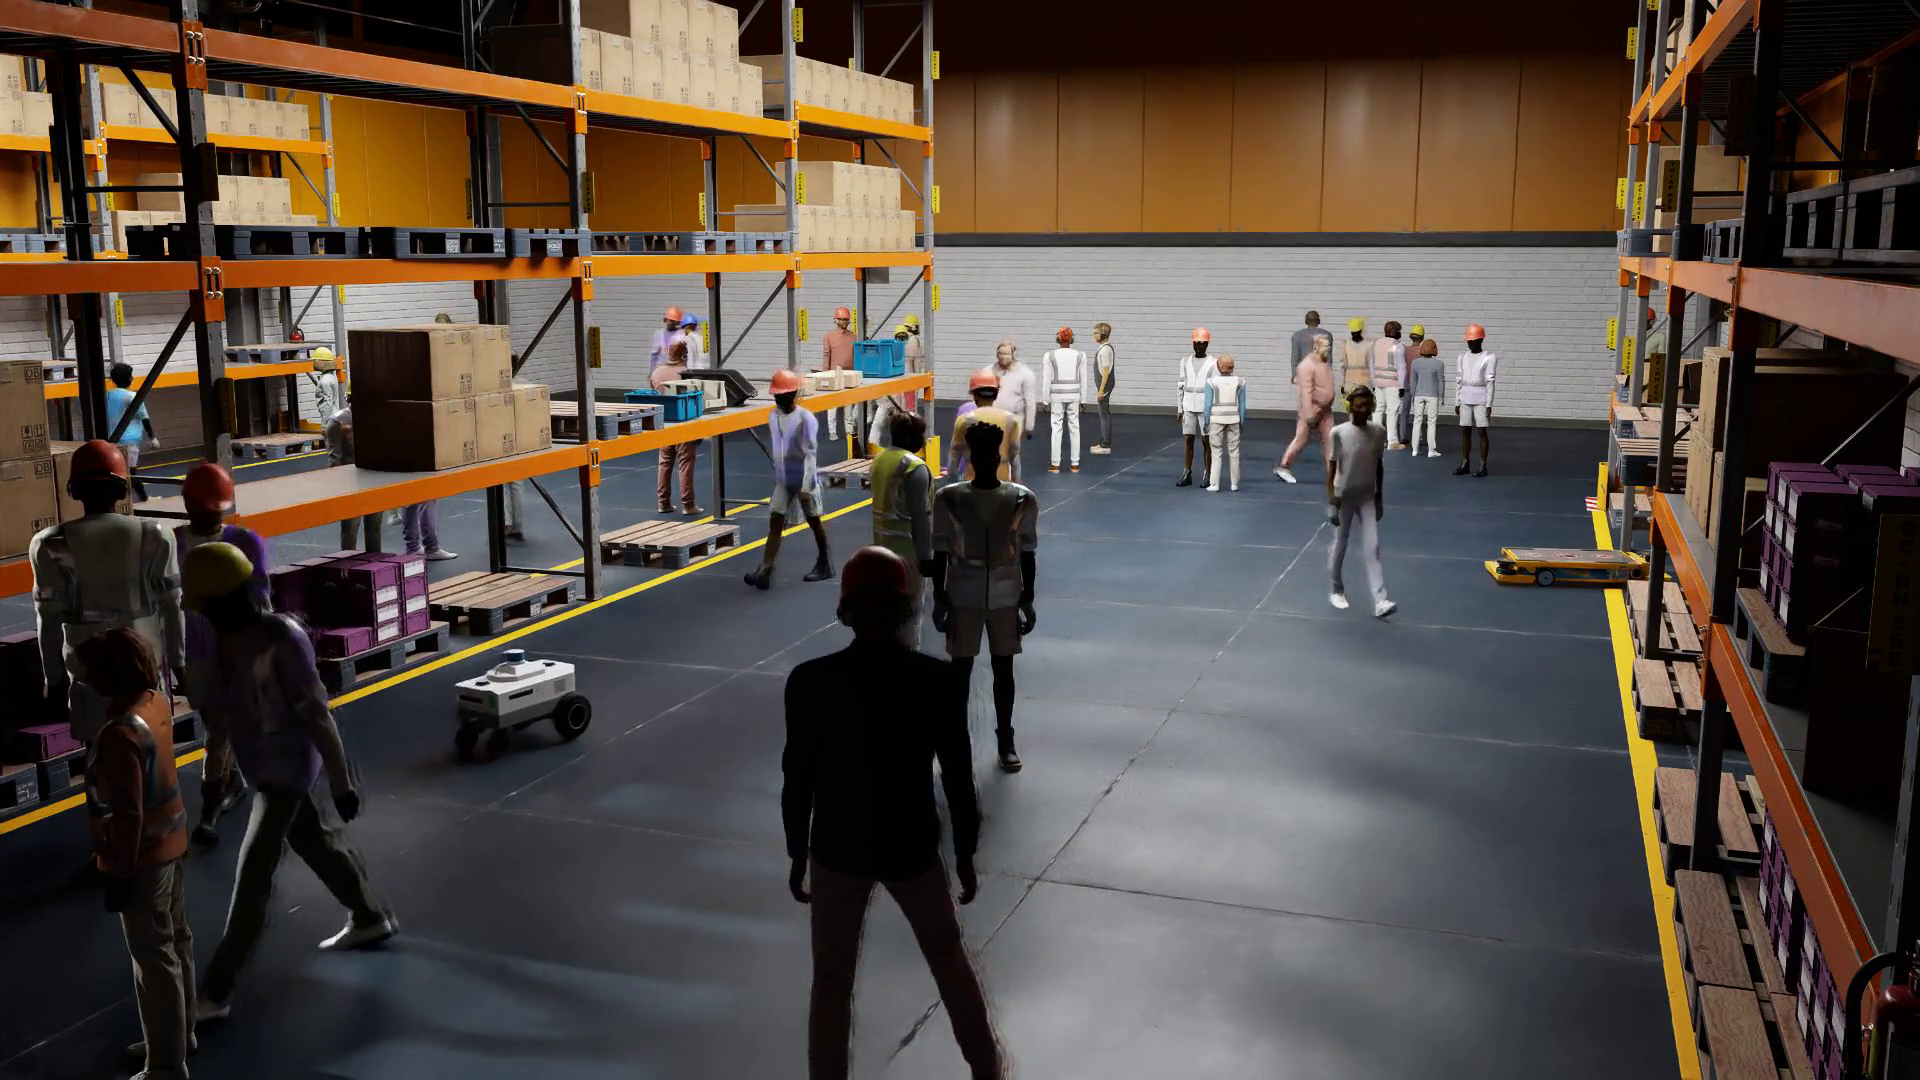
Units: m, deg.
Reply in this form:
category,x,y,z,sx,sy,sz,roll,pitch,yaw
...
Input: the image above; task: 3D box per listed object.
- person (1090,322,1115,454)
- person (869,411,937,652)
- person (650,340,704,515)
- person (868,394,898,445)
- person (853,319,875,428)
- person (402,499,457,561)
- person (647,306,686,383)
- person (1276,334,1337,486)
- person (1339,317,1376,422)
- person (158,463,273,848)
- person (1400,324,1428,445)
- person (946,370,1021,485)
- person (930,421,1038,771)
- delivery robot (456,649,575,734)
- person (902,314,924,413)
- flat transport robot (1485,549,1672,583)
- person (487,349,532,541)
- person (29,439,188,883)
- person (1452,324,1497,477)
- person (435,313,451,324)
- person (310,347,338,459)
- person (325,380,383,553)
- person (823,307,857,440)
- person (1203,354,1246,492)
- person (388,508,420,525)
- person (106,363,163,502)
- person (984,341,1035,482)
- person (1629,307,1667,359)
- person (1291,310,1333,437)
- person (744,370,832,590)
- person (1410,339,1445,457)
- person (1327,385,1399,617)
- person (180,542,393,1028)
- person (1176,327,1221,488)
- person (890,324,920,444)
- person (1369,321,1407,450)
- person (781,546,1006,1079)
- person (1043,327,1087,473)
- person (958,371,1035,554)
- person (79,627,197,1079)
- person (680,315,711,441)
category,x,y,z,sx,sy,sz,roll,pitch,yaw
person,2.001,-2.128,23.354,0.346,1.847,0.506,1,10,6
person,-0.363,0.060,11.078,0.429,1.837,0.629,-6,12,-29
person,-3.054,-1.221,18.119,0.636,1.899,0.396,5,11,28
person,-0.940,-1.802,22.233,0.854,1.608,0.519,0,10,2
person,-1.591,-2.741,26.933,0.528,1.811,1.009,5,11,28
person,-5.006,-0.762,15.487,0.642,1.909,0.399,8,13,39
person,-4.399,-2.526,25.177,0.607,1.999,0.787,7,12,36
person,4.310,-1.585,20.268,0.995,1.861,0.660,9,14,42
person,5.919,-2.361,24.570,0.648,1.883,0.806,5,11,27
person,-3.720,0.549,8.214,0.576,1.861,1.029,-1,10,-7
person,6.674,-2.271,24.375,0.305,1.772,0.525,-8,13,-38
person,0.168,-0.457,13.781,0.567,1.898,0.837,-4,11,-22
person,0.136,0.316,9.252,0.606,1.966,0.367,-1,10,-6
delivery robot,-2.601,0.884,9.758,0.477,0.478,0.707,6,12,31
person,-0.762,-2.677,26.523,0.403,1.826,0.630,-4,11,-23
flat transport robot,5.376,0.230,14.505,1.431,0.197,0.652,1,10,8
person,-4.452,-0.937,16.505,0.481,1.896,0.648,10,14,44
person,-3.915,0.553,7.696,0.613,2.041,0.393,-6,12,-32
person,6.490,-1.757,21.036,0.384,1.931,0.541,-9,14,-42
person,-7.809,-2.476,25.192,0.652,1.884,1.010,1,10,7
person,-7.365,-1.371,19.375,0.296,1.745,0.485,-2,10,-12
person,-5.123,-0.510,14.289,0.403,1.827,0.597,7,12,33
person,-1.772,-2.500,25.020,0.611,1.997,0.375,-6,11,-28
person,3.138,-1.381,19.732,0.522,1.638,0.310,-1,10,-8
person,-5.828,-1.070,17.340,0.533,1.864,0.310,4,11,23
person,-8.912,-1.075,17.925,0.547,1.652,0.847,4,11,21
person,0.494,-1.327,18.838,0.659,1.852,1.013,5,11,28
person,10.285,-2.498,25.023,0.389,1.990,0.625,-9,13,-41
person,5.357,-2.535,25.395,0.629,1.935,0.371,1,10,3
person,-1.440,-0.515,14.188,0.557,1.867,1.041,7,12,34
person,6.468,-1.965,23.026,0.499,1.636,0.286,8,13,37
person,3.159,-0.296,13.104,0.531,1.820,0.967,-1,10,-7
person,-2.689,0.880,6.447,0.663,1.847,1.036,8,13,39
person,2.877,-1.594,20.079,0.545,1.942,0.352,5,11,27
person,-0.847,-2.275,24.414,0.533,1.765,0.330,-2,10,-10
person,6.162,-2.219,23.886,0.430,1.841,0.623,-6,12,-32
person,-0.212,0.995,5.487,0.762,1.956,0.526,-2,10,-12
person,1.347,-1.797,21.390,0.581,1.881,0.351,-1,10,-8
person,0.282,-0.604,14.897,0.571,1.805,0.926,8,13,39
person,-2.837,1.099,5.768,0.307,1.638,0.511,-3,10,-14
person,-3.953,-2.409,24.851,0.869,1.874,0.627,6,12,29
